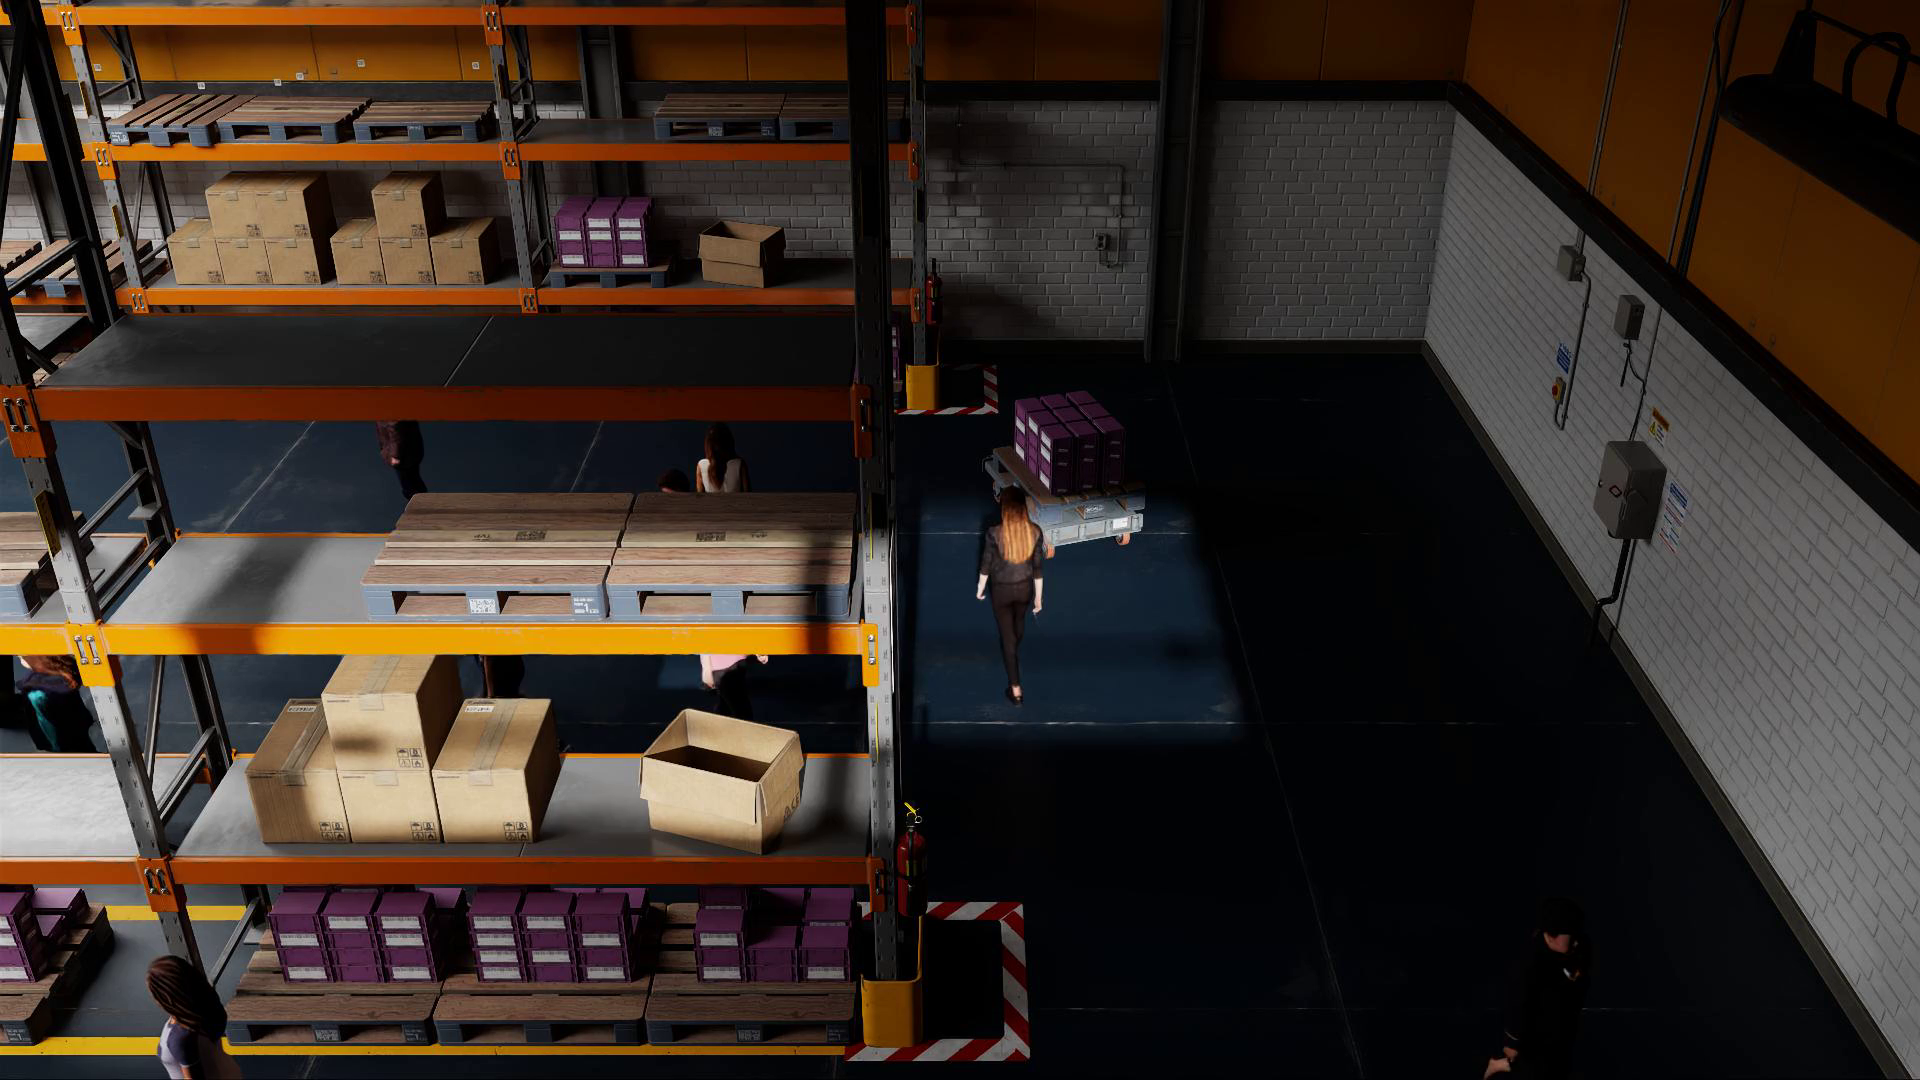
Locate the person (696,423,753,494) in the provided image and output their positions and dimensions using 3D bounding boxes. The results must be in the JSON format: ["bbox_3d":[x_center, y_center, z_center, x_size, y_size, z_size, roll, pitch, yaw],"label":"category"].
[{"bbox_3d":[-1.878,-0.109,13.348,0.462,1.784,0.661,-1,29,-2],"label":"person"}]

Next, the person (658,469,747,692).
[{"bbox_3d":[-1.893,0.322,12.525,0.731,1.815,0.905,7,29,12],"label":"person"}]

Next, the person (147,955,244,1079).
[{"bbox_3d":[-3.676,2.726,8.207,0.579,1.730,0.618,-4,29,-7],"label":"person"}]

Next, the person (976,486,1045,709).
[{"bbox_3d":[0.406,0.455,12.437,1.146,1.667,0.872,-7,29,-12],"label":"person"}]

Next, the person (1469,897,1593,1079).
[{"bbox_3d":[2.982,2.506,8.686,0.960,1.657,0.990,-16,33,-27],"label":"person"}]
